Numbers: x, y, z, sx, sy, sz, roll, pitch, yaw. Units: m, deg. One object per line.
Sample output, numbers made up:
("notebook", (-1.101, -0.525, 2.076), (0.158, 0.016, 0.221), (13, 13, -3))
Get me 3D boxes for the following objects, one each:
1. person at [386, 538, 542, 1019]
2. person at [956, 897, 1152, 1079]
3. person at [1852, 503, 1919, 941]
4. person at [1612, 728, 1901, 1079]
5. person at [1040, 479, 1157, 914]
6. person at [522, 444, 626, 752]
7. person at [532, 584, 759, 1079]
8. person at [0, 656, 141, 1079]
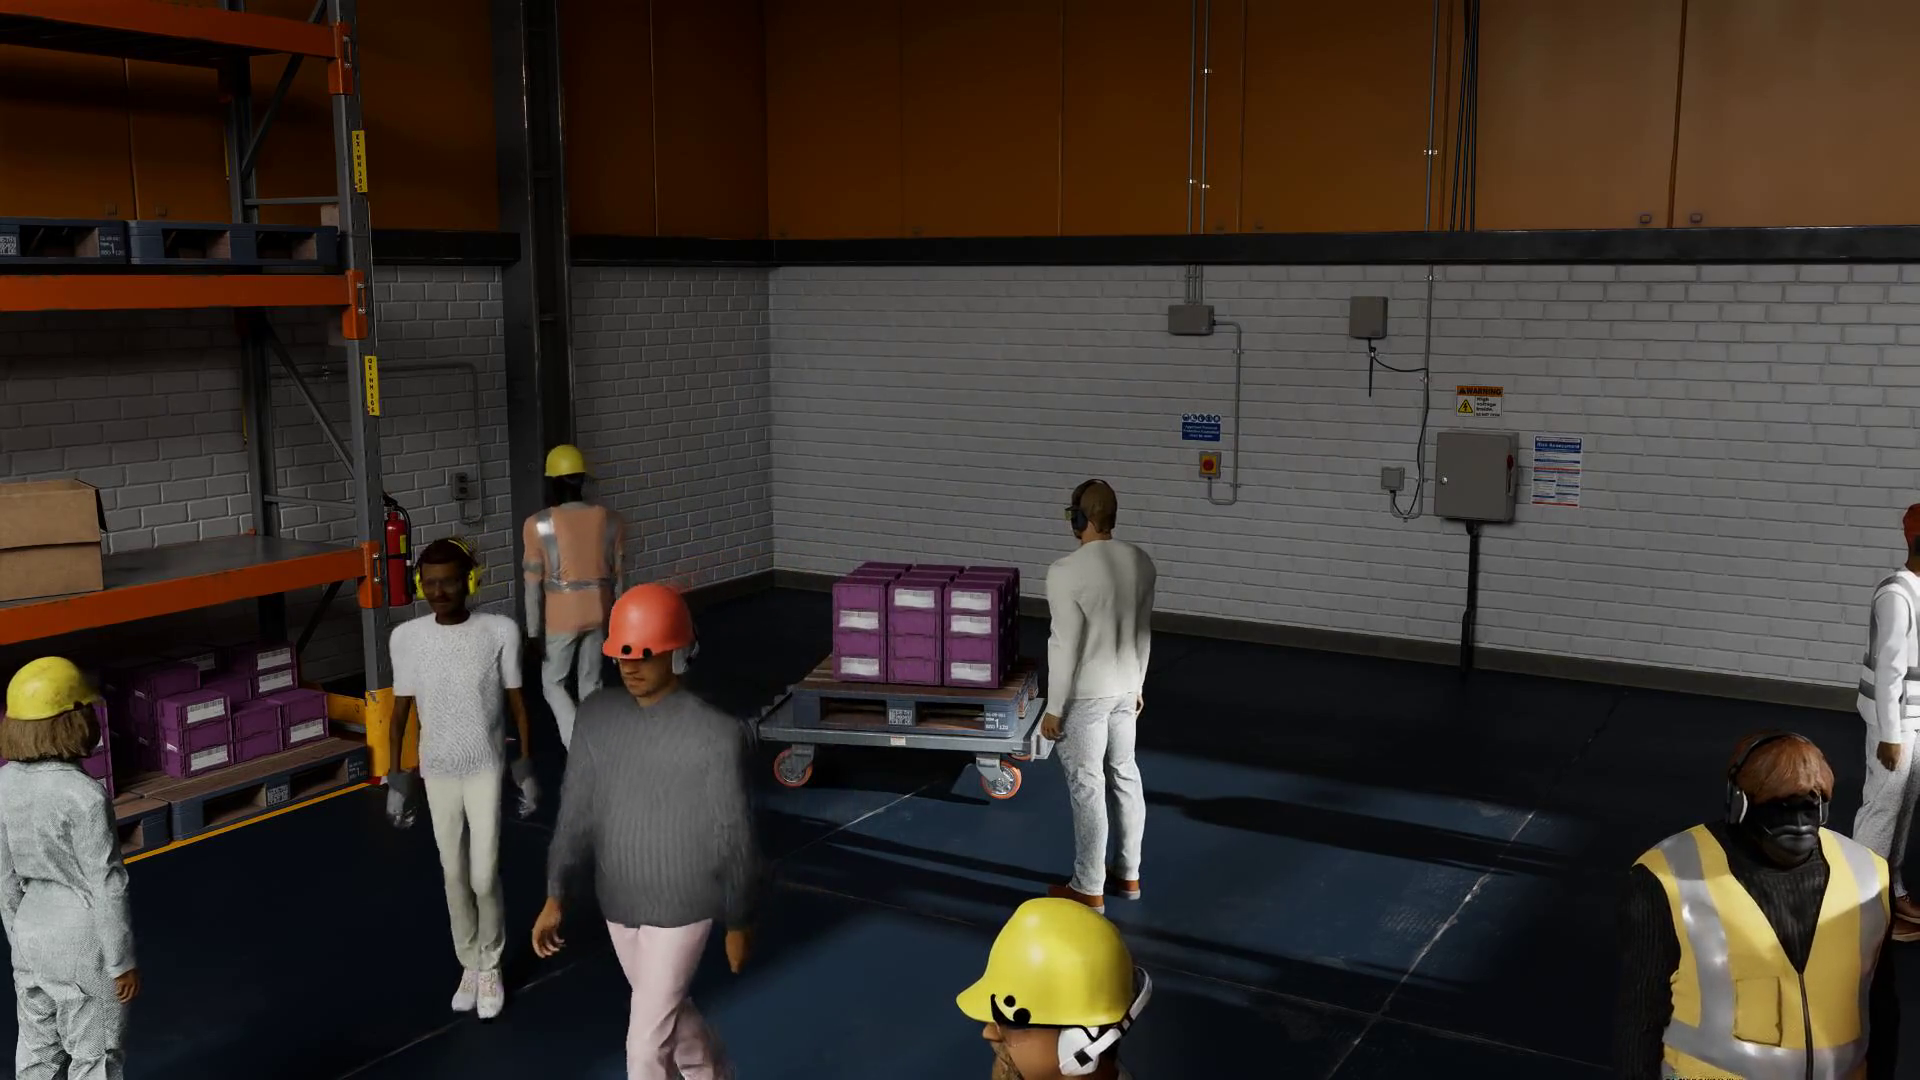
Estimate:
("person", (-1.898, 0.910, 6.307), (0.566, 1.852, 0.542), (0, 9, -2))
("person", (0.157, 1.483, 2.811), (0.404, 1.833, 0.590), (-3, 10, -18))
("person", (4.056, 0.768, 7.140), (0.576, 1.880, 0.351), (-9, 13, -44))
("person", (1.816, 1.323, 3.814), (0.626, 1.836, 0.429), (0, 9, -1))
("person", (0.608, 0.693, 7.409), (0.632, 1.938, 0.359), (-8, 12, -42))
("person", (-2.104, 0.428, 9.174), (0.587, 1.911, 0.526), (-6, 11, -33))
("person", (-0.931, 1.083, 4.990), (0.620, 1.951, 0.988), (6, 11, 32))
("person", (-2.596, 1.197, 4.873), (0.487, 1.746, 0.289), (4, 10, 23))
